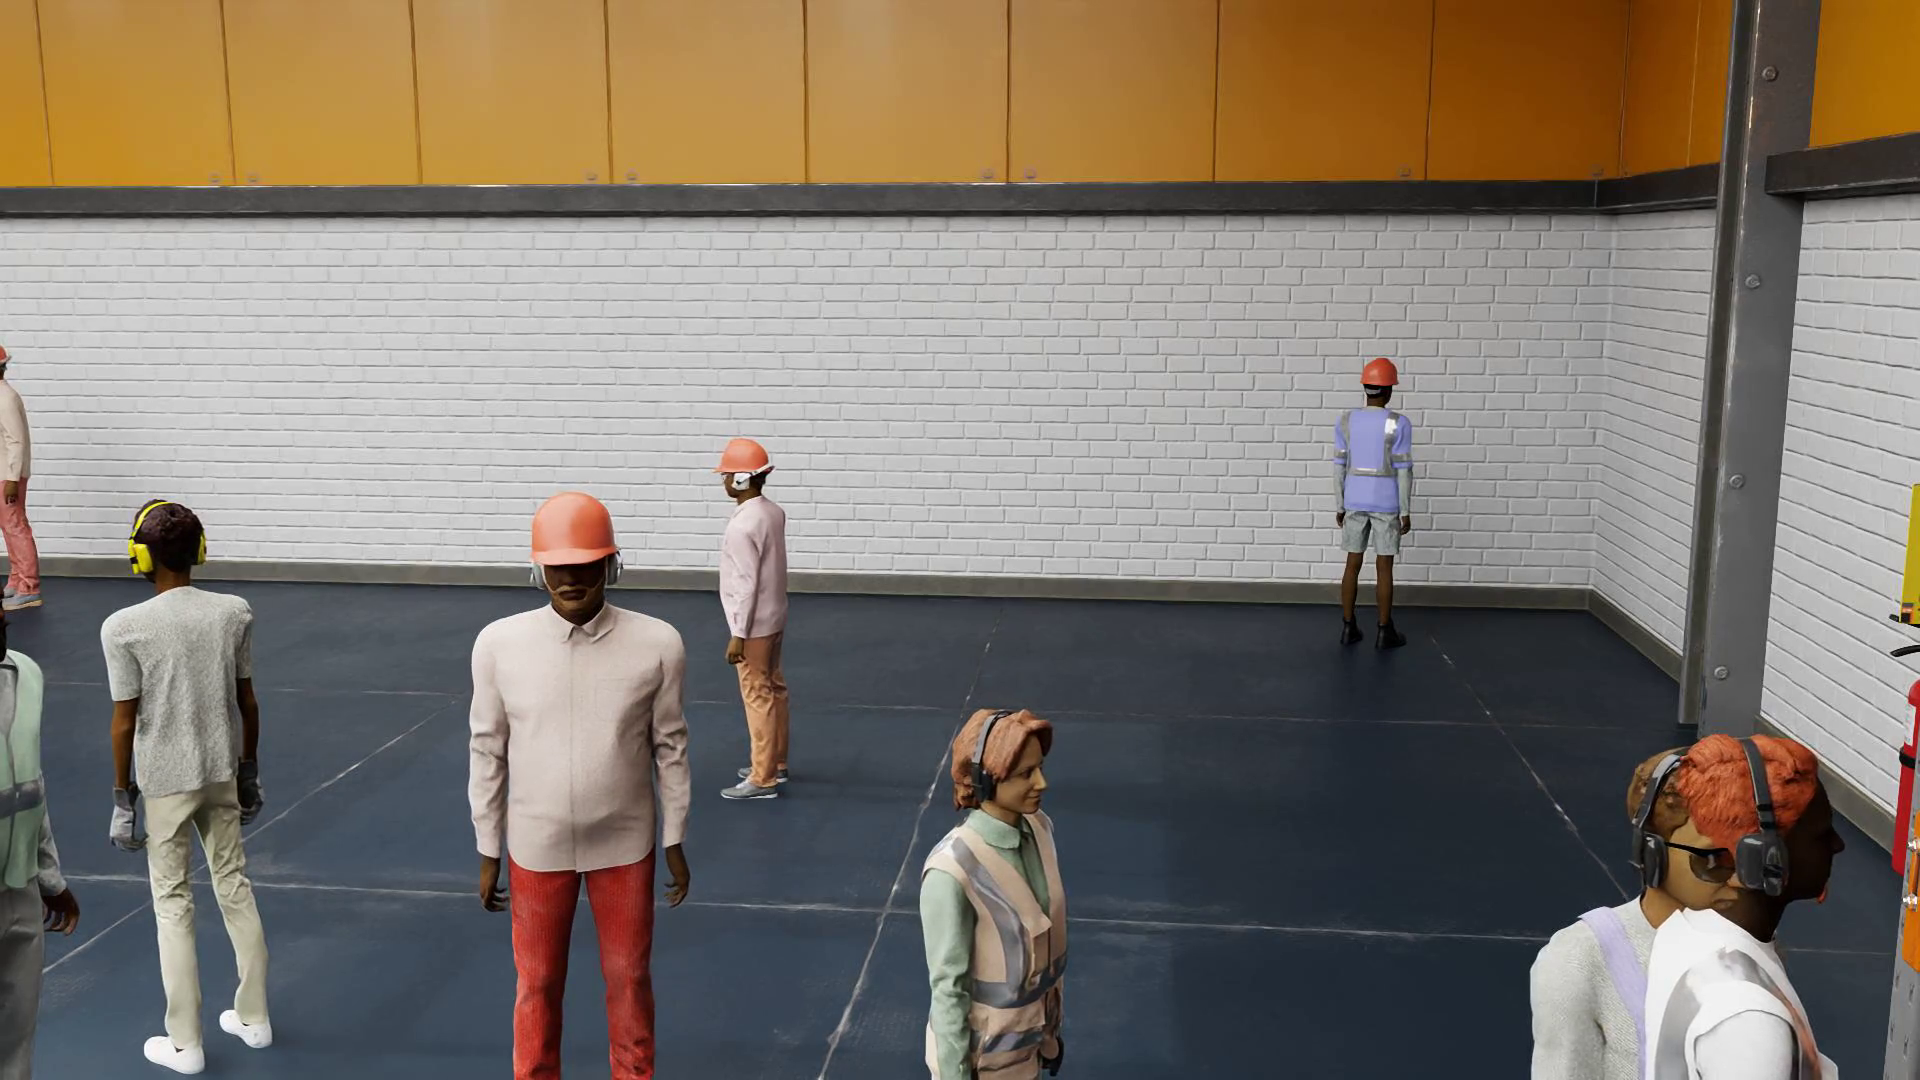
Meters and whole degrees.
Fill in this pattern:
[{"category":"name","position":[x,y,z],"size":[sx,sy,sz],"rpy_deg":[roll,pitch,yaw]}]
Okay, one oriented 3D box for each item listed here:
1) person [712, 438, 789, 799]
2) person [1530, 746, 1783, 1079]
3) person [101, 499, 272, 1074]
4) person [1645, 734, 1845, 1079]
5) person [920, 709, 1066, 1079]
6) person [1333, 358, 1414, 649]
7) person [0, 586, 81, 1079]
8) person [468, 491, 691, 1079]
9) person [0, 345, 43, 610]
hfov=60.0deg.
[{"category":"person","position":[-1.018,0.379,8.063],"size":[0.341,1.752,0.563],"rpy_deg":[2,10,11]},{"category":"person","position":[1.187,1.244,2.848],"size":[0.504,1.847,0.344],"rpy_deg":[-4,11,-23]},{"category":"person","position":[-2.505,0.795,5.396],"size":[0.328,1.861,0.501],"rpy_deg":[7,12,33]},{"category":"person","position":[1.255,1.238,2.770],"size":[0.347,1.883,0.584],"rpy_deg":[2,10,10]},{"category":"person","position":[0.081,1.181,3.797],"size":[0.309,1.641,0.513],"rpy_deg":[5,11,27]},{"category":"person","position":[2.758,-0.242,11.092],"size":[0.543,1.939,0.360],"rpy_deg":[7,12,35]},{"category":"person","position":[-2.574,0.946,4.344],"size":[0.391,1.920,0.587],"rpy_deg":[1,10,8]},{"category":"person","position":[-1.061,0.849,4.677],"size":[0.608,1.996,0.381],"rpy_deg":[-2,10,-12]},{"category":"person","position":[-7.084,-0.483,12.311],"size":[0.388,1.990,0.624],"rpy_deg":[-8,13,-38]}]
